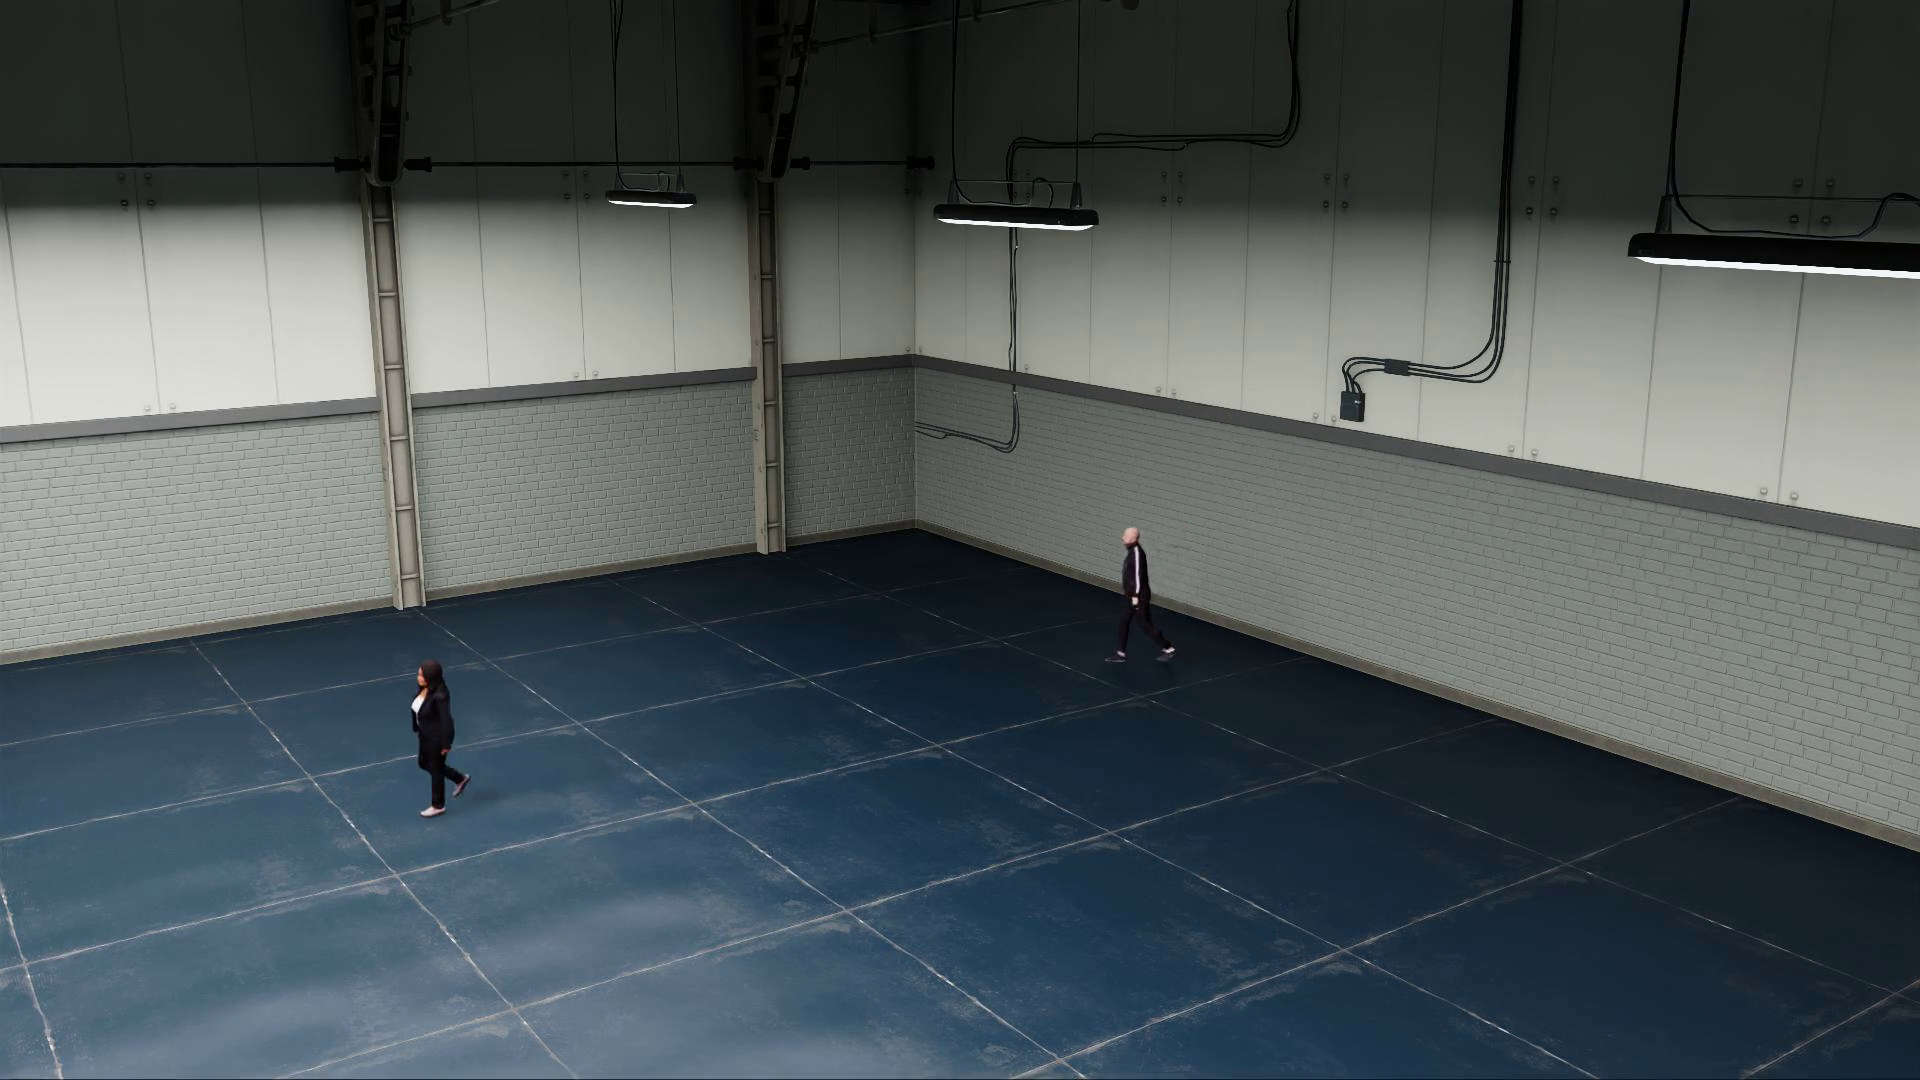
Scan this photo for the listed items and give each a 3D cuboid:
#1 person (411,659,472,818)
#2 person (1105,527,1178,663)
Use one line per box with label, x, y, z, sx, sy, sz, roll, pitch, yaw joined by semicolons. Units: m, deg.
person;-5.154;1.939;16.555;0.862;1.602;0.708;-12;18;-41
person;2.362;0.737;21.312;1.250;1.796;1.018;0;13;-1
